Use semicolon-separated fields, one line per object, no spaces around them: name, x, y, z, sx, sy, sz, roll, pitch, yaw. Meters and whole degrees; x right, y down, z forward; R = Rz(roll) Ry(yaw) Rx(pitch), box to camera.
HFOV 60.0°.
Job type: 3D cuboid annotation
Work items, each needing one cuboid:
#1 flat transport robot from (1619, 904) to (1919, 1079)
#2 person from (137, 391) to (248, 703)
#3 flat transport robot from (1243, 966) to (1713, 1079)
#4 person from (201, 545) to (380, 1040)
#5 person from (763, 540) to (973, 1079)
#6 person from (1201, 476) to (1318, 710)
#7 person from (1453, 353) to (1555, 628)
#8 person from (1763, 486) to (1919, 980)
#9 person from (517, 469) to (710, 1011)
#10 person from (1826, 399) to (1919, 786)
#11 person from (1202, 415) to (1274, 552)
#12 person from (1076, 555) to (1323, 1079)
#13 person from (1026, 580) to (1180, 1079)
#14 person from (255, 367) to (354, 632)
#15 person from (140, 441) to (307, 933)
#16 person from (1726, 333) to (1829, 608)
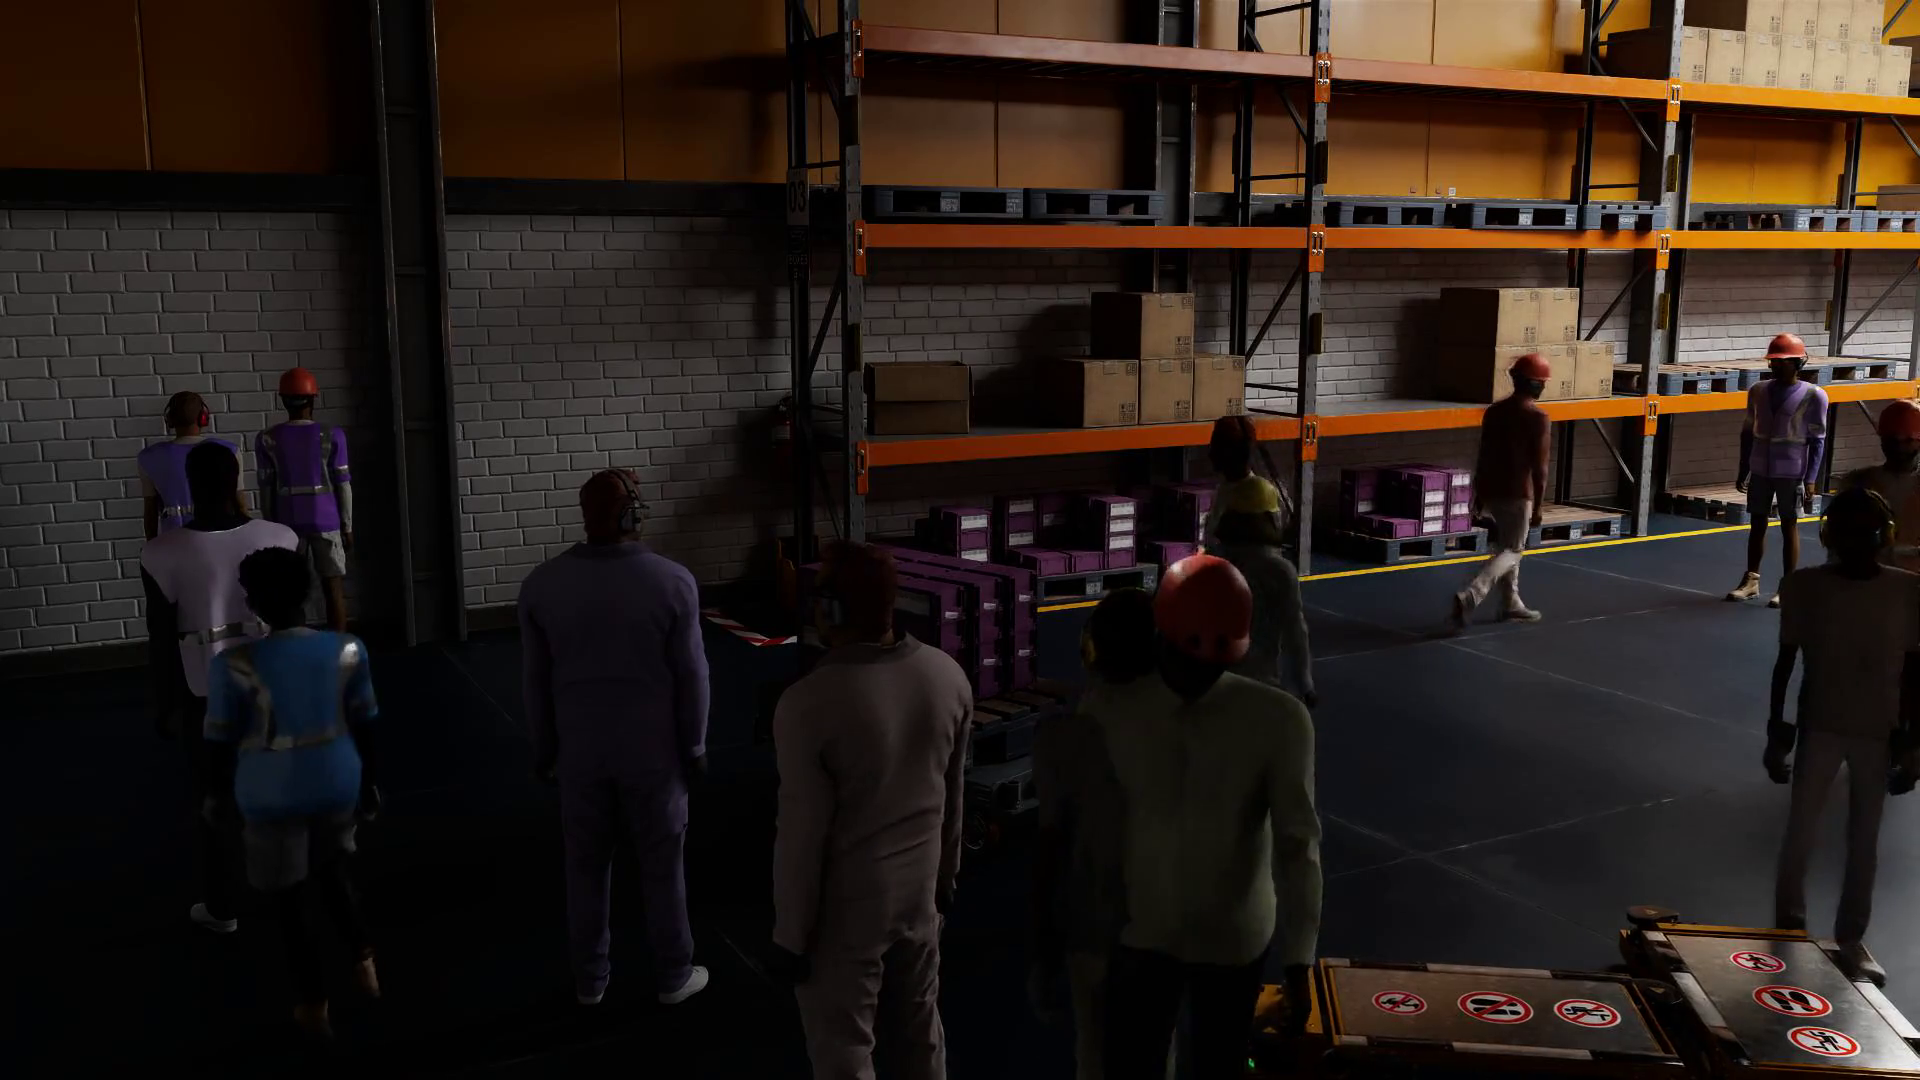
flat transport robot;2.696;1.572;5.485;0.652;0.197;1.431;1;10;8
person;-4.446;0.055;9.708;0.562;1.838;0.390;-4;11;-24
flat transport robot;1.636;1.593;5.360;1.431;0.197;0.652;1;10;8
person;-2.240;0.849;5.581;0.416;1.681;0.543;9;14;43
person;-0.266;0.942;4.407;0.407;1.905;0.655;9;13;43
person;1.243;0.587;7.008;0.744;1.718;0.499;-10;14;-44
person;3.782;-0.330;11.618;0.858;1.955;0.661;-4;11;-23
person;3.167;0.711;5.952;0.508;1.834;0.522;4;11;23
person;-1.180;0.701;5.807;0.640;1.904;0.401;1;10;4
person;4.598;0.268;8.247;0.581;1.915;0.684;7;12;34
person;1.219;0.323;8.105;0.785;1.857;0.613;-2;10;-14
person;0.569;0.983;4.091;0.603;1.923;0.986;1;10;6
person;0.430;1.021;4.187;0.528;1.833;0.916;0;10;3
person;-4.043;-0.100;10.317;0.542;1.938;0.358;-2;10;-13
person;-2.839;0.574;6.485;0.593;1.922;0.391;-8;13;-39
person;6.088;-0.515;12.395;0.380;2.045;0.605;-8;12;-37
